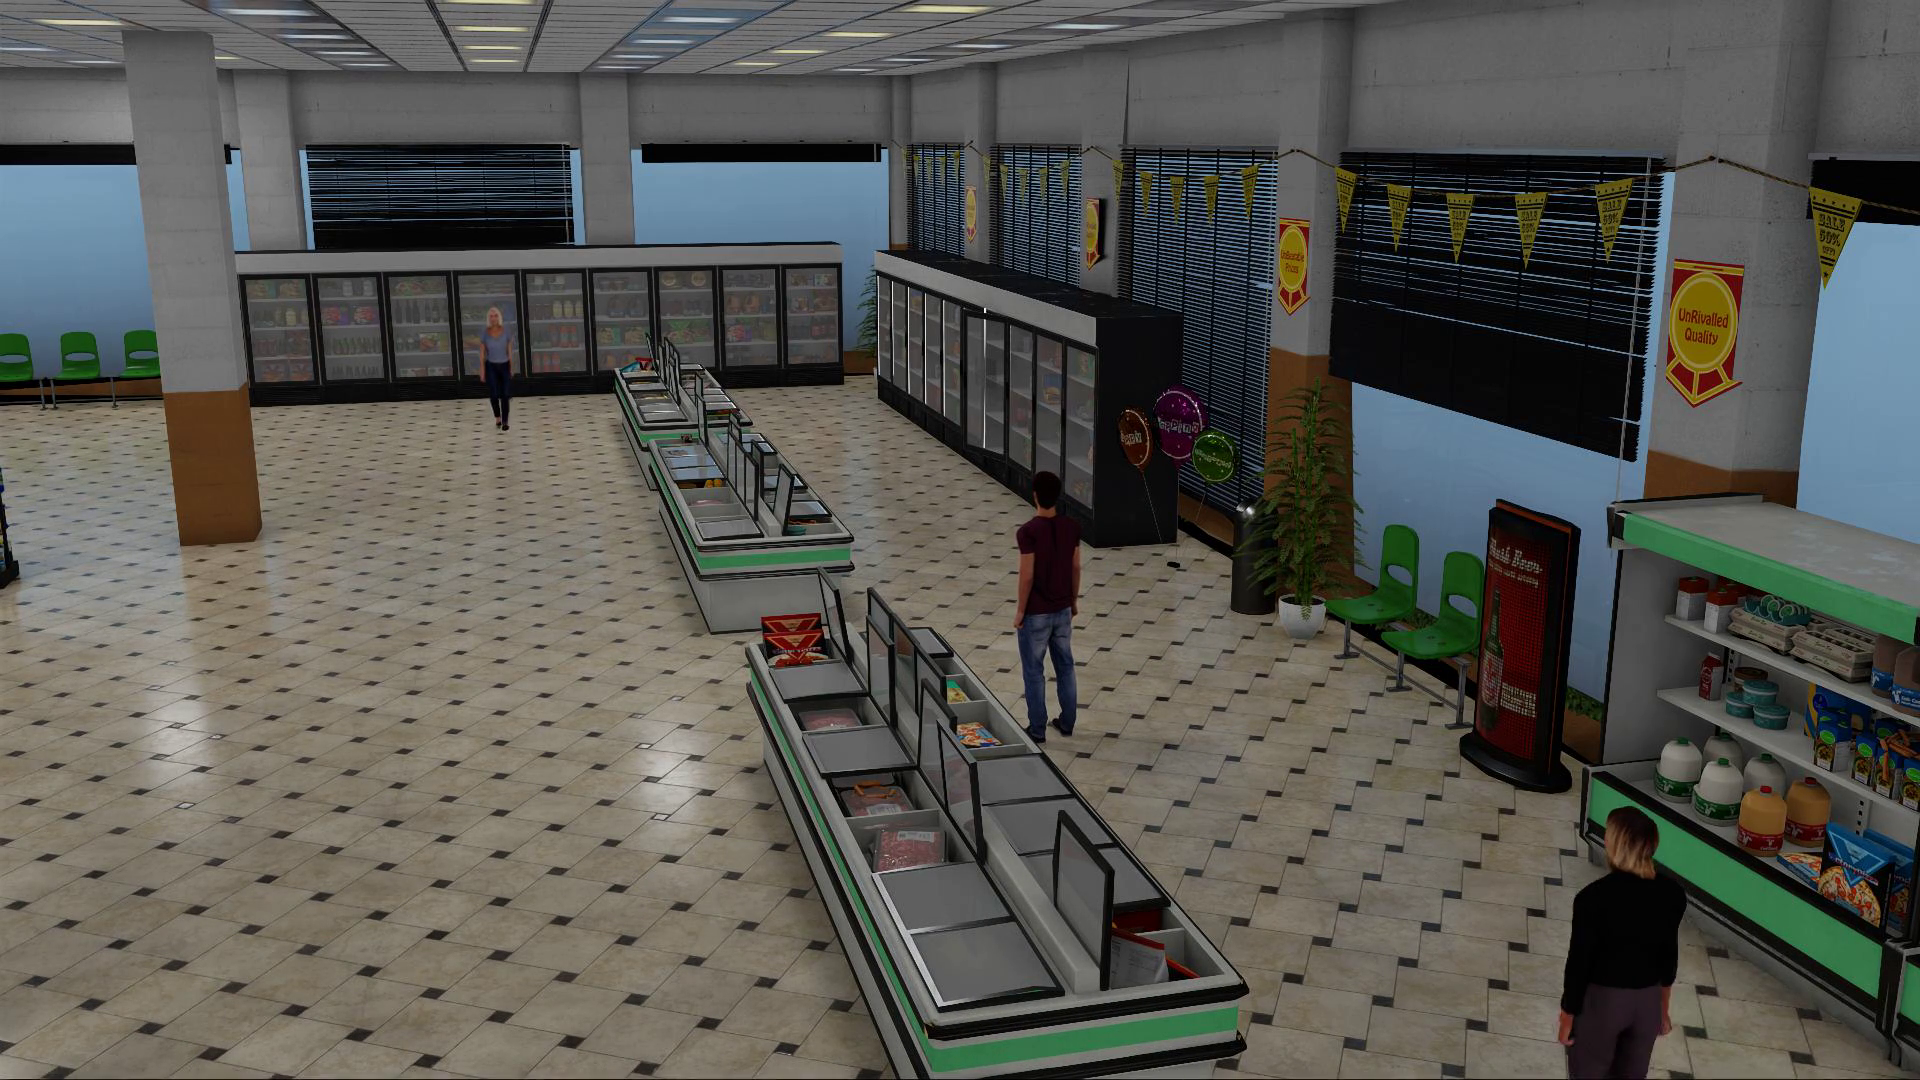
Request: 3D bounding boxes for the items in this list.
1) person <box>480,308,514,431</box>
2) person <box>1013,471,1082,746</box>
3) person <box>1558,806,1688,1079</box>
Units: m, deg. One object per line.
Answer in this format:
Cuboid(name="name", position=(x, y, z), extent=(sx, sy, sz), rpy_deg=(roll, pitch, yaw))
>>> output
Cuboid(name="person", position=(-6.457, -2.363, 23.184), extent=(0.642, 1.673, 1.126), rpy_deg=(-5, 14, -18))
Cuboid(name="person", position=(0.583, 0.449, 11.209), extent=(0.708, 1.852, 0.642), rpy_deg=(-8, 16, -31))
Cuboid(name="person", position=(2.446, 1.793, 6.074), extent=(0.610, 1.661, 0.721), rpy_deg=(-3, 14, -12))
